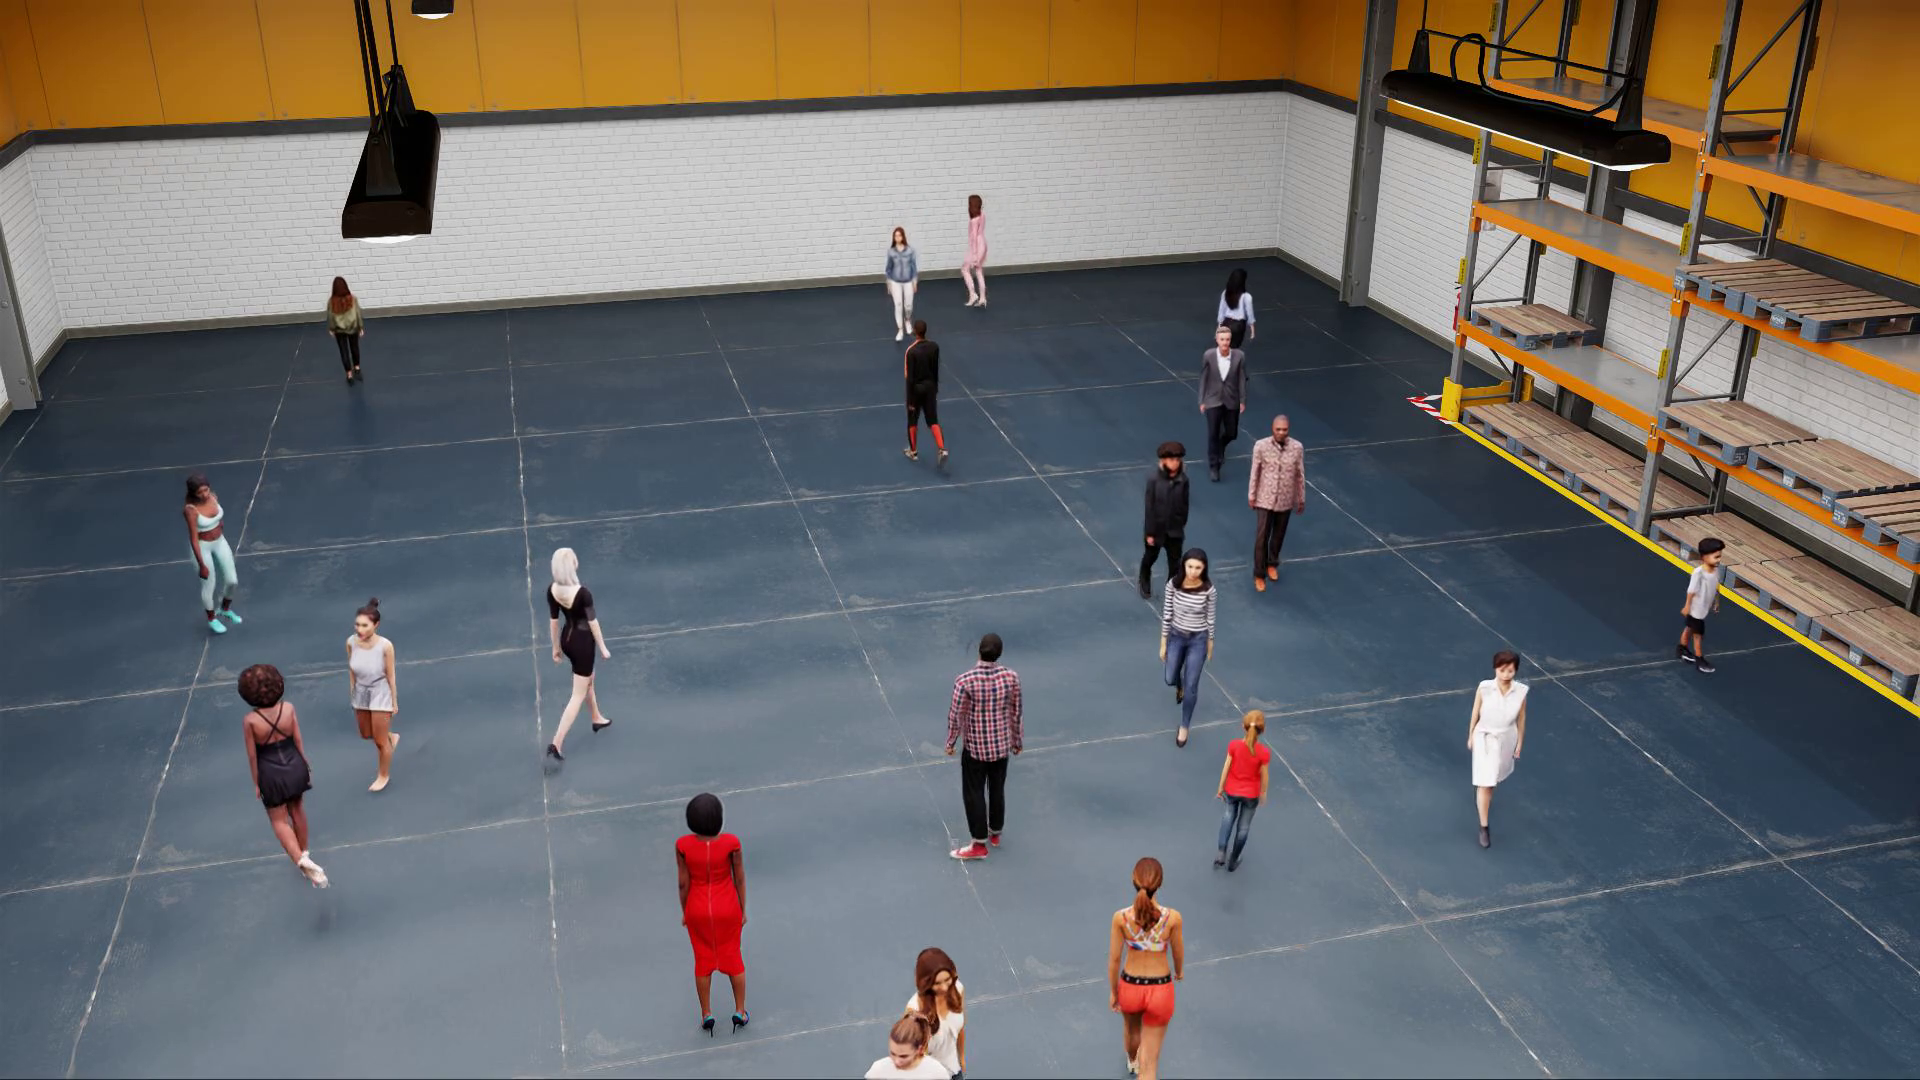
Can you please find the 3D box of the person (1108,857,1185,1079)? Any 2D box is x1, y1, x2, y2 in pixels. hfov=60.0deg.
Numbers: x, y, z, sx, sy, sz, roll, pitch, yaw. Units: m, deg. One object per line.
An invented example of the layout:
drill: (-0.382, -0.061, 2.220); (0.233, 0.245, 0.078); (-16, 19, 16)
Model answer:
person: (1.073, 2.707, 9.651); (0.890, 1.755, 1.153); (4, 24, 10)

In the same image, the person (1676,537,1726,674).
person: (6.730, 0.545, 15.235); (0.602, 1.244, 0.763); (-13, 27, -27)

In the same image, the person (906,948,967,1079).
person: (-0.225, 2.921, 9.163); (0.879, 1.755, 1.034); (-20, 30, -38)

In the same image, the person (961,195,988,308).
person: (0.347, -4.527, 26.156); (0.801, 1.790, 0.728); (9, 25, 20)

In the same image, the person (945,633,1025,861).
person: (0.183, 1.528, 12.358); (0.787, 1.747, 0.690); (-12, 26, -25)

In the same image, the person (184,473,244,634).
person: (-7.093, 0.117, 15.664); (0.866, 1.685, 0.808); (9, 25, 19)

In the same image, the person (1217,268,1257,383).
person: (3.600, -2.714, 22.133); (1.194, 1.691, 1.121); (21, 31, 39)

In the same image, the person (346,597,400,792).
person: (-4.623, 1.202, 13.284); (0.792, 1.603, 0.883); (8, 25, 17)

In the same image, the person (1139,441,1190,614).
person: (1.956, -0.143, 16.175); (0.691, 1.752, 1.132); (-3, 24, -8)

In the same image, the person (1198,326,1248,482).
person: (3.073, -1.642, 19.514); (0.906, 1.824, 1.068); (1, 24, 3)

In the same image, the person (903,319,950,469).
person: (-0.393, -1.717, 19.738); (0.772, 1.782, 1.166); (-12, 26, -25)

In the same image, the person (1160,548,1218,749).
person: (1.905, 0.850, 13.867); (0.809, 1.781, 0.929); (5, 24, 12)

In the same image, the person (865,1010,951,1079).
person: (-0.278, 3.161, 8.646); (0.655, 1.728, 0.600); (0, 24, 0)

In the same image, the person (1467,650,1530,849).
person: (4.072, 1.513, 12.673); (0.798, 1.523, 1.083); (3, 24, 6)

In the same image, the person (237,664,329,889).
person: (-4.785, 1.746, 11.843); (0.836, 1.760, 1.052); (-19, 30, -37)

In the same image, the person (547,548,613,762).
person: (-3.173, 0.960, 13.599); (1.081, 1.793, 1.168); (12, 26, 25)

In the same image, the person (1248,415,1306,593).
person: (3.181, -0.442, 16.816); (0.816, 1.787, 1.007); (-1, 24, -3)

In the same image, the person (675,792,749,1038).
person: (-1.552, 2.356, 10.469); (0.600, 1.743, 0.561); (-1, 24, -3)

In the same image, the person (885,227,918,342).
person: (-0.855, -3.808, 24.637); (0.736, 1.689, 0.812); (1, 24, 2)

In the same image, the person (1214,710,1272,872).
person: (2.046, 1.877, 12.128); (0.653, 1.292, 0.714); (9, 25, 19)

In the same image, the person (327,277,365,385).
person: (-8.401, -2.848, 22.746); (0.686, 1.445, 0.936); (-10, 25, -21)
